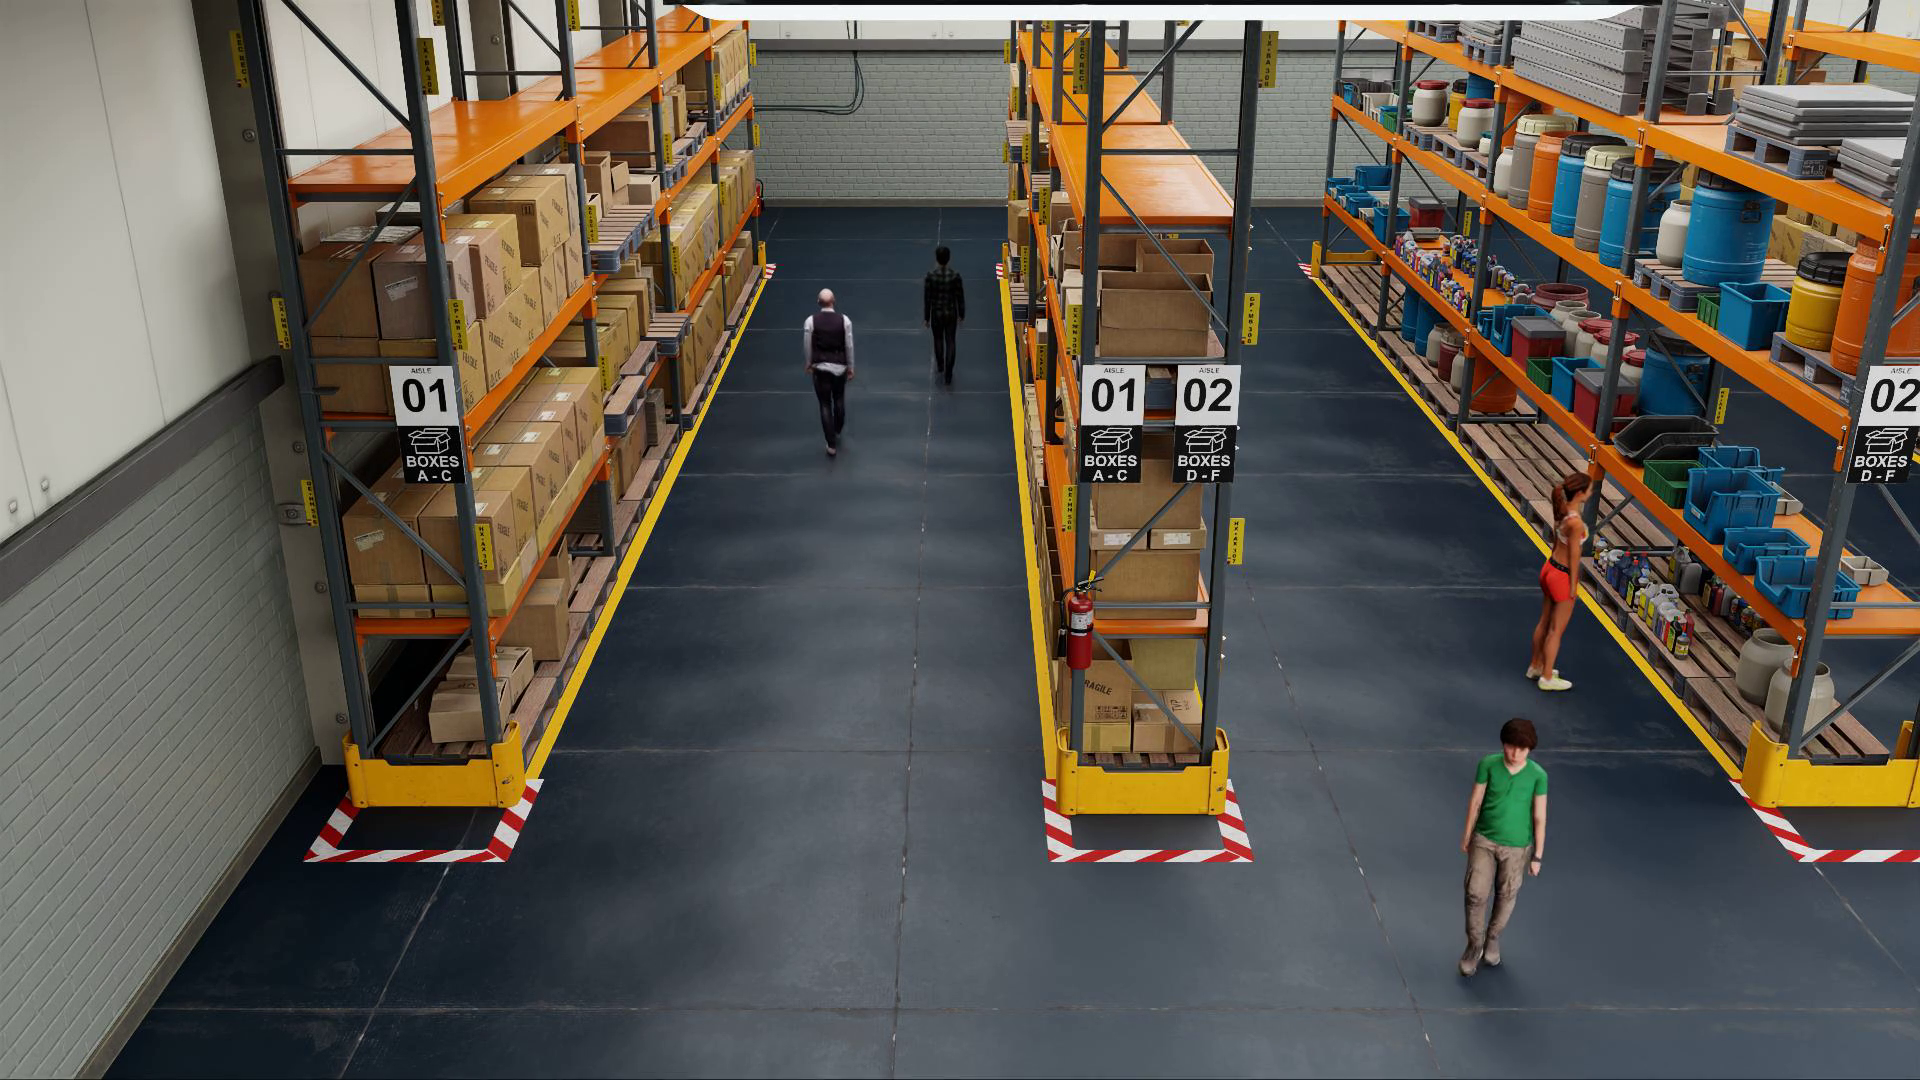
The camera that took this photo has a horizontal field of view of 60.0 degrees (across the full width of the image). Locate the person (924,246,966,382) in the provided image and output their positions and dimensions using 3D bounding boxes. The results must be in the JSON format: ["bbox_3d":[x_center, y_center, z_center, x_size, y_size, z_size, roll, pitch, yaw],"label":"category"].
[{"bbox_3d":[-0.181,-2.824,20.969,0.690,1.675,1.036,0,22,0],"label":"person"}]

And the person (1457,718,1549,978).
[{"bbox_3d":[3.196,1.735,9.789,0.754,1.637,0.829,9,24,21],"label":"person"}]

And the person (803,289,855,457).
[{"bbox_3d":[-1.424,-1.806,18.252,0.850,1.785,1.096,-6,23,-14],"label":"person"}]

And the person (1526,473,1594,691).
[{"bbox_3d":[4.707,0.316,13.059,0.620,1.788,0.491,-1,22,-3],"label":"person"}]
